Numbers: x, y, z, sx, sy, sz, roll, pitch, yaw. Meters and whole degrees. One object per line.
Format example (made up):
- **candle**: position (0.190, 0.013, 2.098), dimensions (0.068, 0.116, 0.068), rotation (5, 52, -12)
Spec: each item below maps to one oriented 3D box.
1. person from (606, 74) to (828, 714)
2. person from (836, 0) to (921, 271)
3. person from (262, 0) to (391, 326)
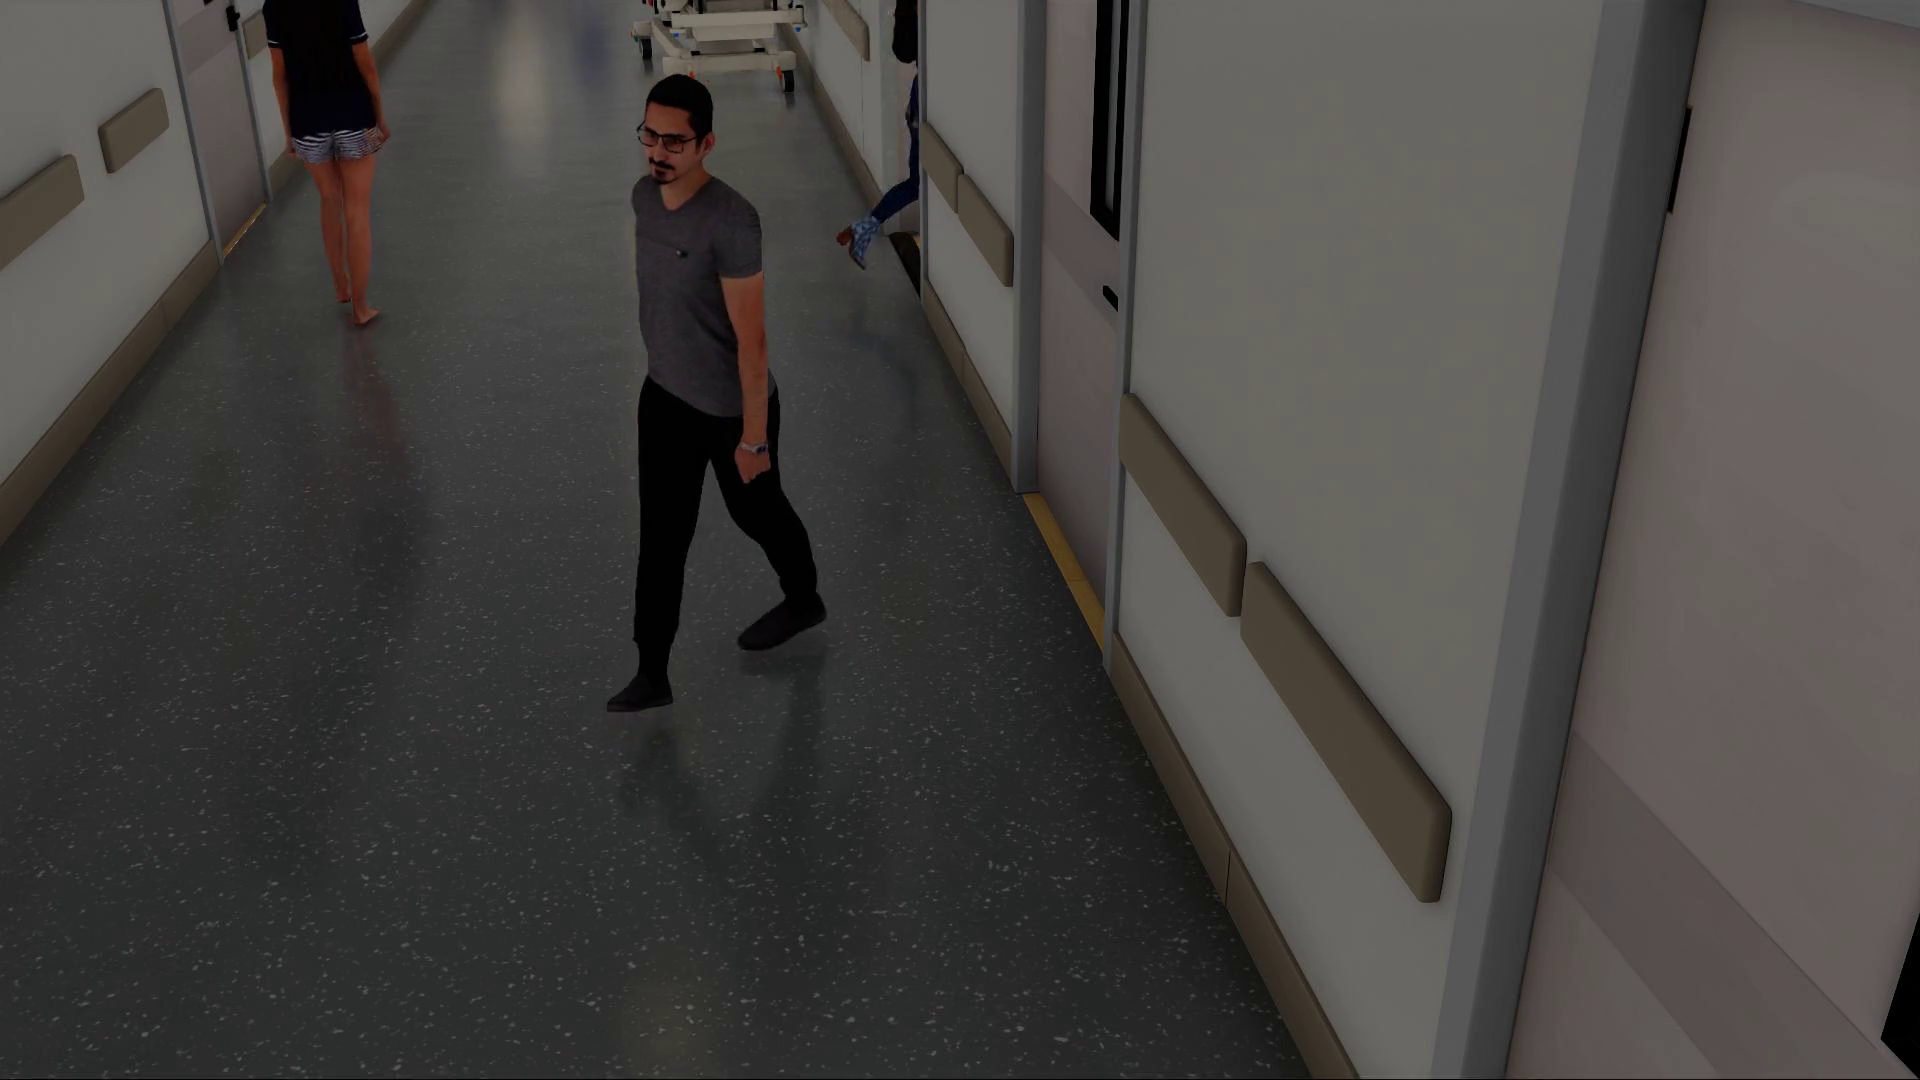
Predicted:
- **person**: position (-0.631, -0.395, 4.507), dimensions (1.106, 1.710, 1.175), rotation (20, 32, 36)
- **person**: position (-0.205, -1.966, 7.897), dimensions (1.039, 1.593, 0.725), rotation (0, 26, -1)
- **person**: position (-2.790, -1.798, 7.365), dimensions (0.600, 1.753, 0.659), rotation (-2, 26, -4)
